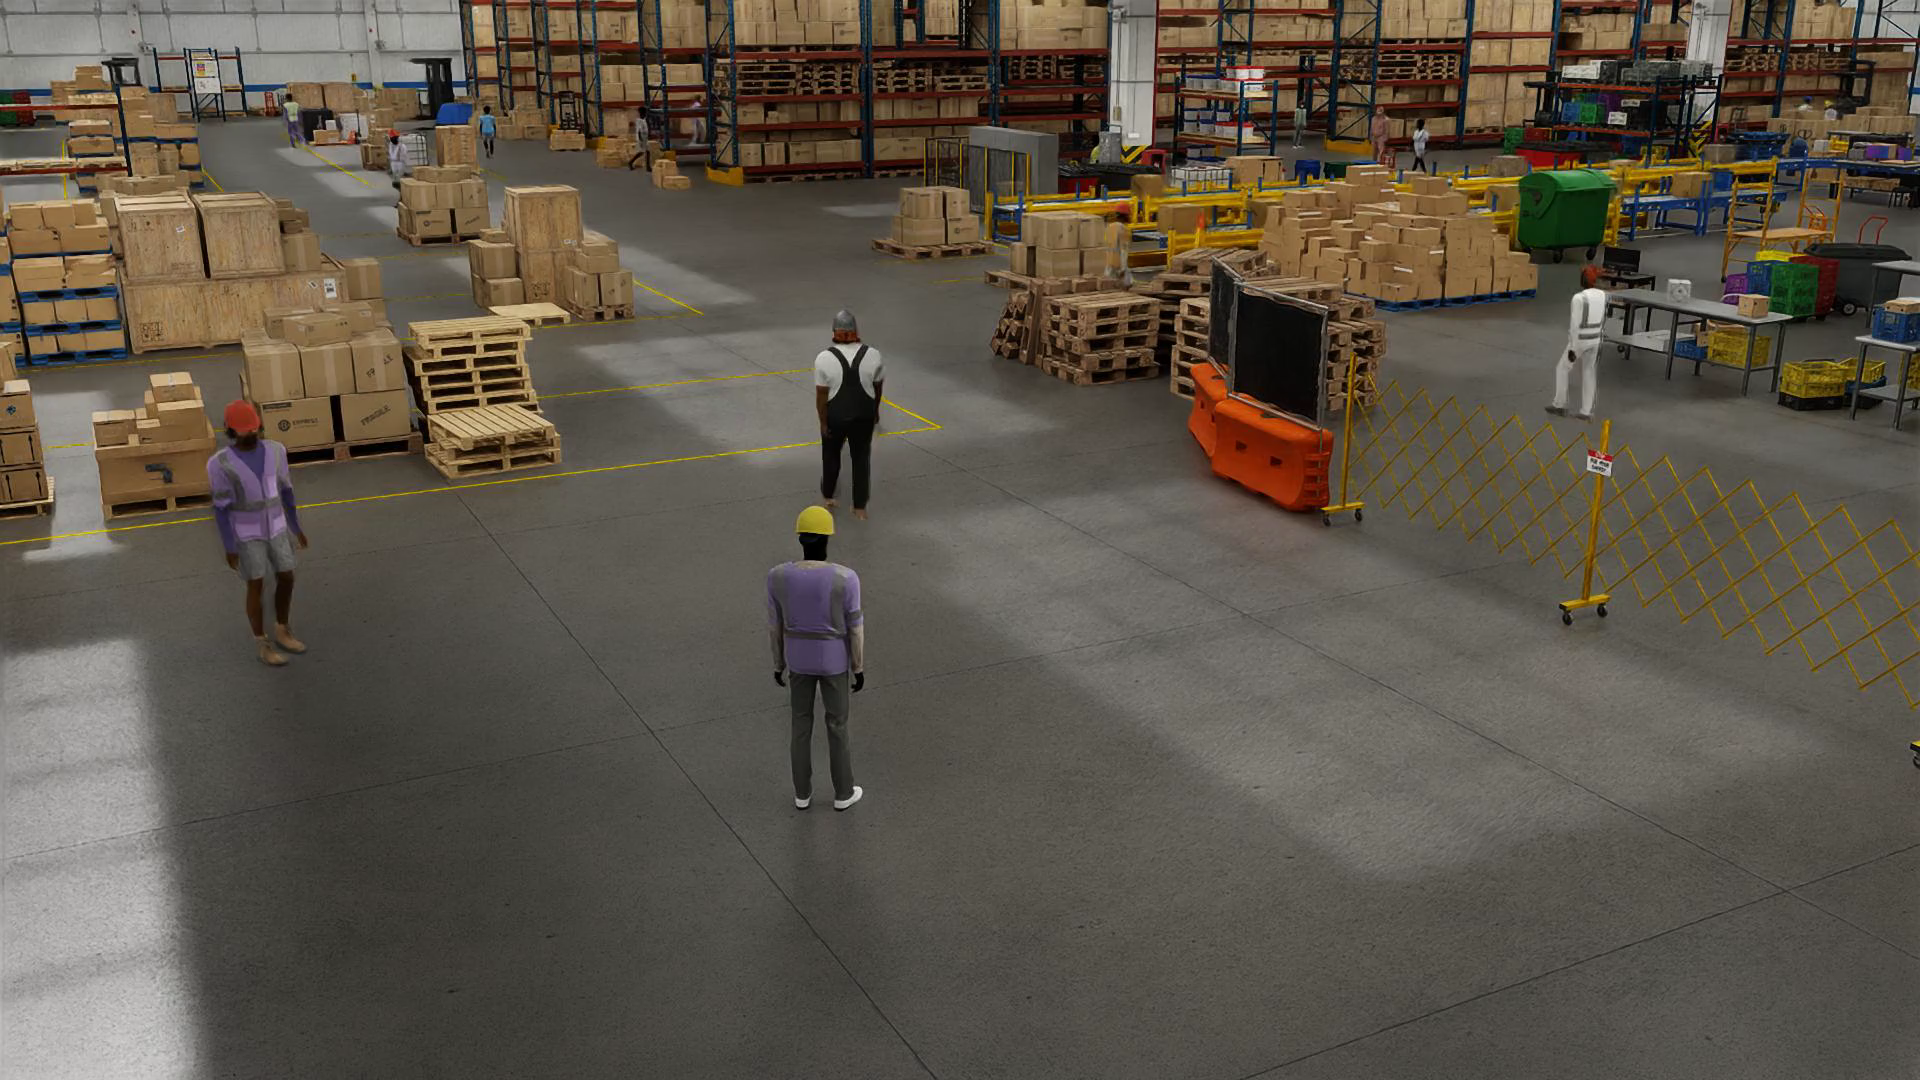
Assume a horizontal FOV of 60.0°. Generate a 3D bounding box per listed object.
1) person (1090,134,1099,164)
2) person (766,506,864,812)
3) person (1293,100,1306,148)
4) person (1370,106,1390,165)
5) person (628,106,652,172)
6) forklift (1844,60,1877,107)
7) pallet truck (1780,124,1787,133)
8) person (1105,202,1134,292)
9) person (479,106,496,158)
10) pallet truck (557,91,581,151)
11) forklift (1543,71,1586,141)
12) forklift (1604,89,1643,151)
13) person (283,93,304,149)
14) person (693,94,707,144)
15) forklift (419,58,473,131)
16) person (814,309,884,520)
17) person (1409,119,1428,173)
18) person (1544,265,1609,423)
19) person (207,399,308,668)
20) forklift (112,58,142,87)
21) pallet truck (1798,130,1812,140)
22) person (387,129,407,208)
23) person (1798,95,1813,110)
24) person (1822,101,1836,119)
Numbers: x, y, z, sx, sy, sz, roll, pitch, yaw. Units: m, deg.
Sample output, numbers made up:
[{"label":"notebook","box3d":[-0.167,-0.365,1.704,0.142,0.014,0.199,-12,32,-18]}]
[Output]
[{"label":"person","box3d":[3.428,-9.337,41.850,0.321,1.697,0.535,2,18,6]},{"label":"person","box3d":[-0.862,0.731,10.108,0.584,1.917,0.385,3,18,9]},{"label":"person","box3d":[11.882,-14.511,58.082,0.499,1.633,0.279,-9,20,-26]},{"label":"person","box3d":[12.604,-12.095,50.135,0.399,1.900,0.636,-15,23,-39]},{"label":"person","box3d":[-9.519,-11.938,49.561,0.751,1.950,0.621,5,18,15]},{"label":"forklift","box3d":[33.840,-16.640,62.710,1.873,2.768,1.129,-9,20,-26]},{"label":"pallet truck","box3d":[25.206,-12.542,52.601,1.601,1.201,0.680,0,18,-2]},{"label":"person","box3d":[2.544,-4.296,25.824,0.963,1.891,0.549,-11,21,-31]},{"label":"person","box3d":[-15.381,-13.307,54.245,0.545,1.680,0.375,-6,19,-18]},{"label":"pallet truck","box3d":[-13.495,-14.412,57.188,0.823,1.965,1.885,-3,18,-9]},{"label":"forklift","box3d":[18.685,-13.231,52.085,1.873,2.768,1.129,-9,20,-26]},{"label":"forklift","box3d":[22.118,-14.516,56.088,1.873,2.768,1.129,-9,20,-26]},{"label":"person","box3d":[-23.158,-14.531,57.729,0.492,1.901,0.615,12,21,32]},{"label":"person","box3d":[-8.816,-14.282,56.916,0.830,1.910,0.662,-4,18,-13]},{"label":"forklift","box3d":[-20.382,-17.626,65.786,1.873,2.768,1.129,6,19,17]},{"label":"person","box3d":[-1.096,-1.267,16.139,0.695,2.000,0.920,-4,18,-13]},{"label":"person","box3d":[13.288,-11.334,48.151,0.883,1.649,0.545,-7,19,-22]},{"label":"person","box3d":[7.358,-2.360,19.836,0.596,1.851,0.792,-8,20,-24]},{"label":"person","box3d":[-5.201,-0.066,12.399,0.402,2.044,0.626,15,23,38]},{"label":"forklift","box3d":[-32.978,-17.738,66.135,1.129,2.768,1.873,-1,18,-2]},{"label":"pallet truck","box3d":[25.526,-11.556,49.408,1.630,1.274,0.653,-9,20,-26]},{"label":"person","box3d":[-13.770,-9.136,40.874,0.562,1.918,0.578,9,20,27]},{"label":"person","box3d":[28.383,-14.014,56.093,0.818,1.916,0.621,-2,18,-8]},{"label":"person","box3d":[28.636,-13.629,55.081,0.633,1.780,0.813,-8,20,-24]}]
